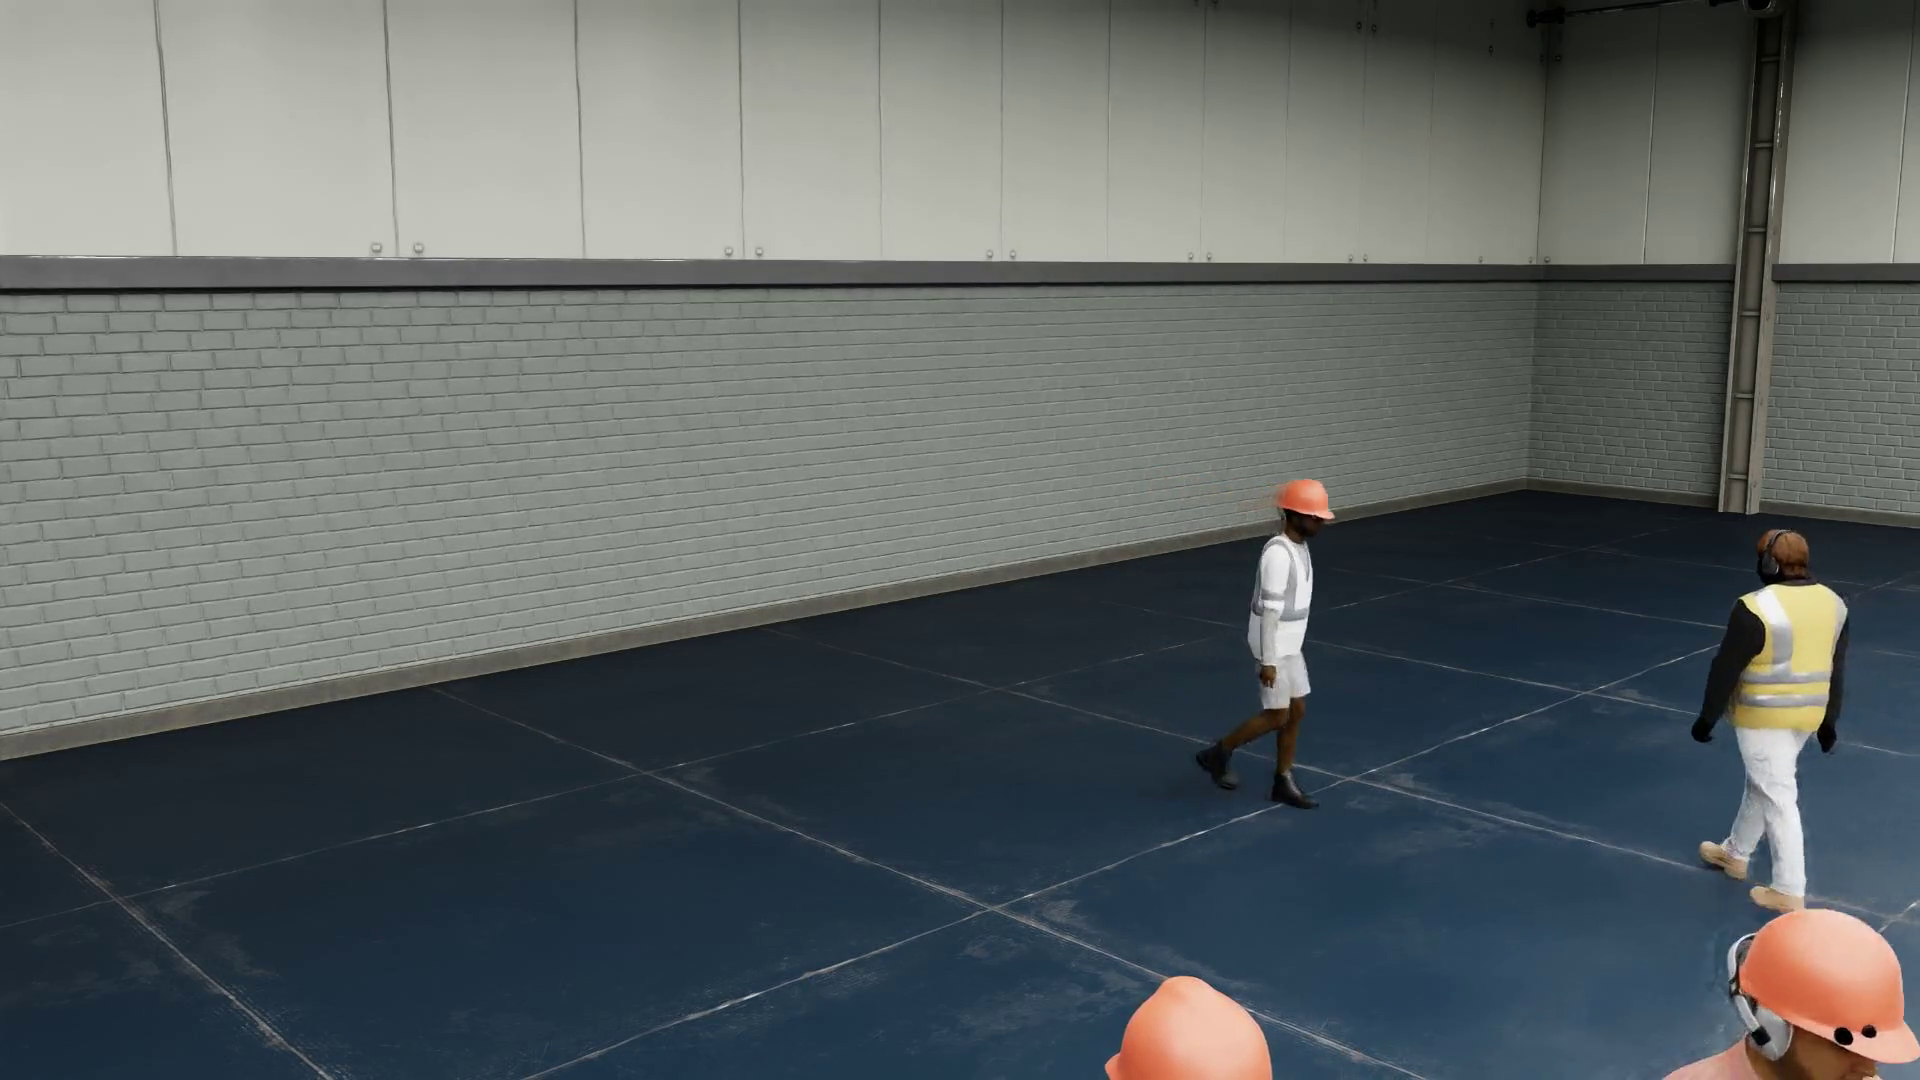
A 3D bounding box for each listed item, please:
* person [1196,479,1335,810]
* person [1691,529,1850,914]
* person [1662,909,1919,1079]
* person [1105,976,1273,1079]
[{"bbox_3d":[1.748,0.584,9.375,0.693,1.905,0.564,6,11,31],"label":"person"},{"bbox_3d":[3.847,0.839,8.060,0.637,1.804,0.865,-4,10,-23],"label":"person"},{"bbox_3d":[1.408,1.556,3.268,0.622,1.946,0.852,-4,10,-23],"label":"person"},{"bbox_3d":[0.364,1.643,2.689,0.543,1.939,0.360,-6,11,-33],"label":"person"}]
